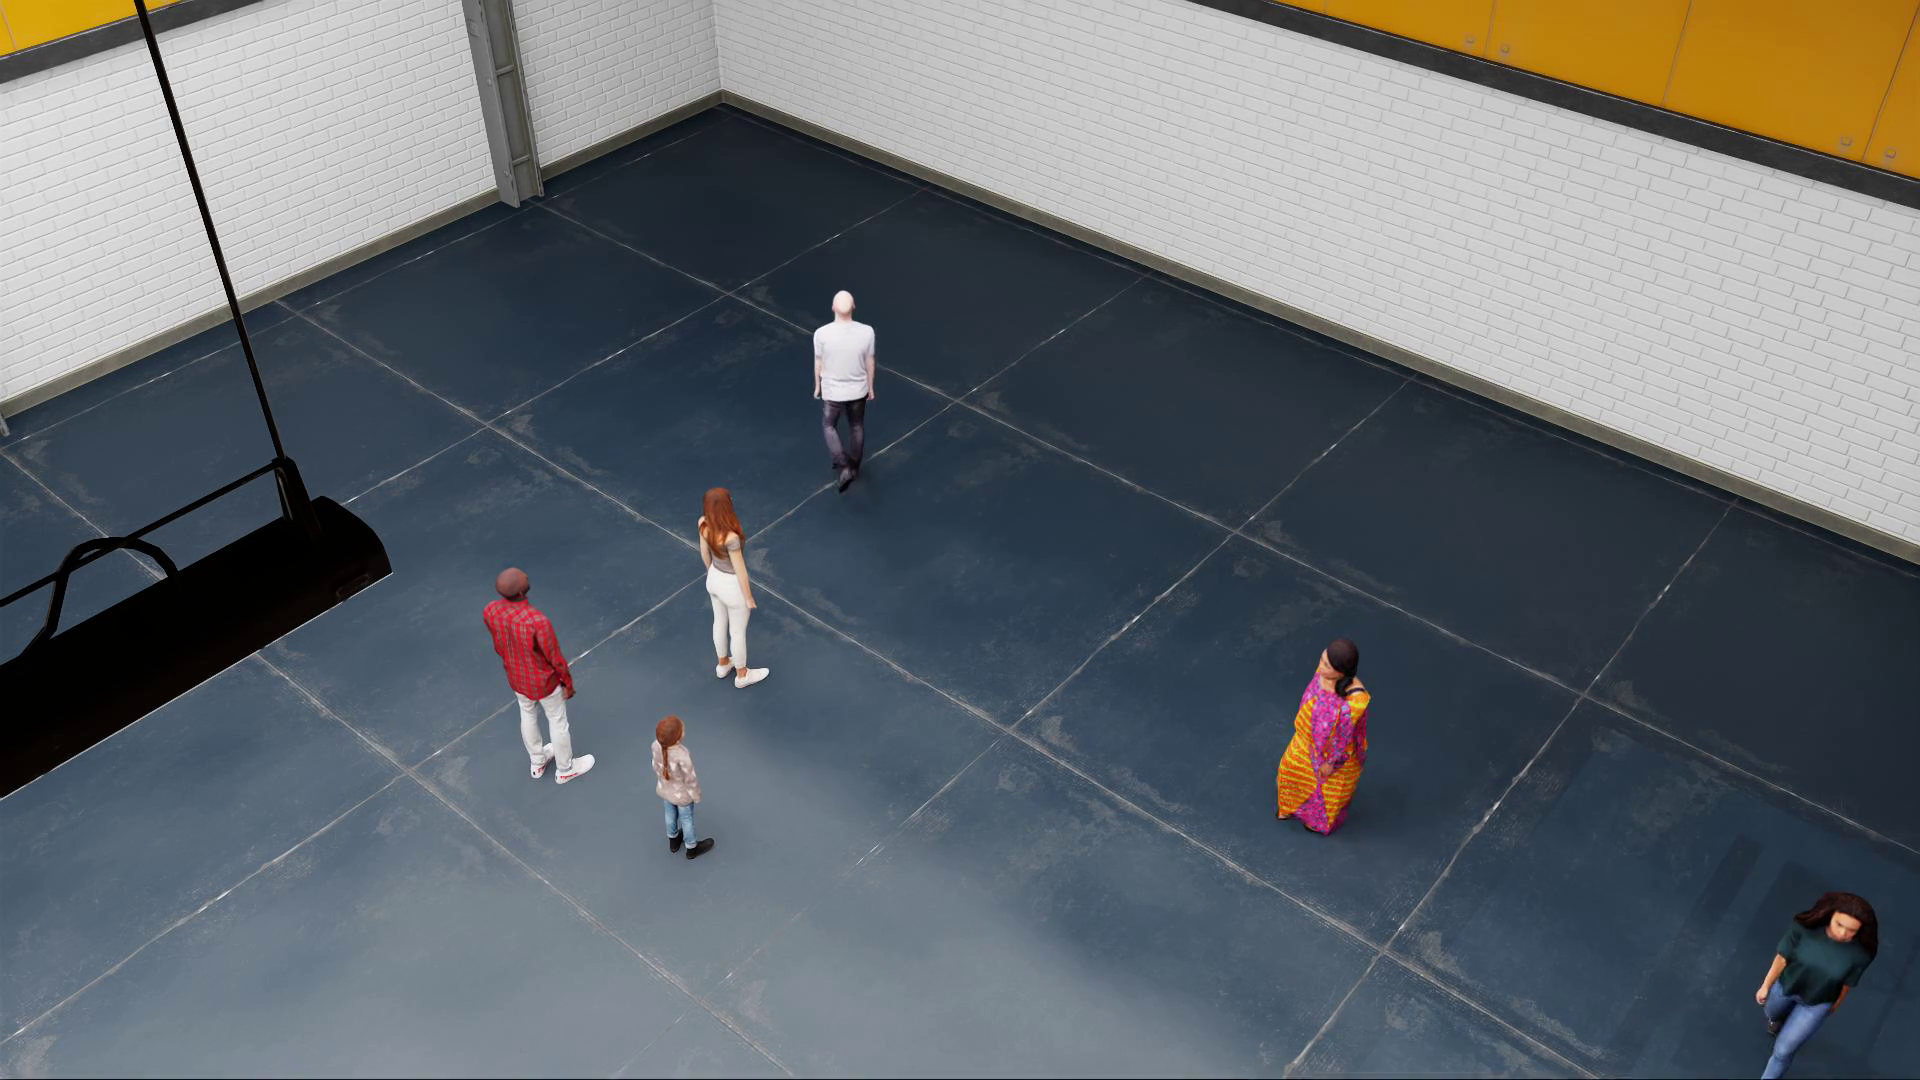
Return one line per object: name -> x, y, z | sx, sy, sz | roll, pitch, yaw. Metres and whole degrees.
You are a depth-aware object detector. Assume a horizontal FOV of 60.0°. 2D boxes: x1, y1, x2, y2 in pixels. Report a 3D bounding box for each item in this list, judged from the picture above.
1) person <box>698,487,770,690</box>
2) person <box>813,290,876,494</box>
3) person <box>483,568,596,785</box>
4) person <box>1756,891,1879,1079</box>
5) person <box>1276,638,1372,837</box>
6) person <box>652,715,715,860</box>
person -> -1.654, 0.331, 11.805 | 0.579, 1.724, 0.511 | 29, 47, 32
person -> -0.936, -1.178, 13.620 | 0.999, 1.817, 1.018 | -8, 39, -10
person -> -2.821, 0.892, 11.026 | 0.728, 1.820, 0.686 | 15, 41, 18
person -> 4.695, 2.465, 9.243 | 0.582, 1.587, 1.038 | 29, 47, 31
person -> 2.452, 1.252, 10.707 | 0.874, 1.655, 0.794 | -16, 41, -19
person -> -1.820, 1.579, 10.667 | 0.510, 1.194, 0.486 | 22, 43, 25
